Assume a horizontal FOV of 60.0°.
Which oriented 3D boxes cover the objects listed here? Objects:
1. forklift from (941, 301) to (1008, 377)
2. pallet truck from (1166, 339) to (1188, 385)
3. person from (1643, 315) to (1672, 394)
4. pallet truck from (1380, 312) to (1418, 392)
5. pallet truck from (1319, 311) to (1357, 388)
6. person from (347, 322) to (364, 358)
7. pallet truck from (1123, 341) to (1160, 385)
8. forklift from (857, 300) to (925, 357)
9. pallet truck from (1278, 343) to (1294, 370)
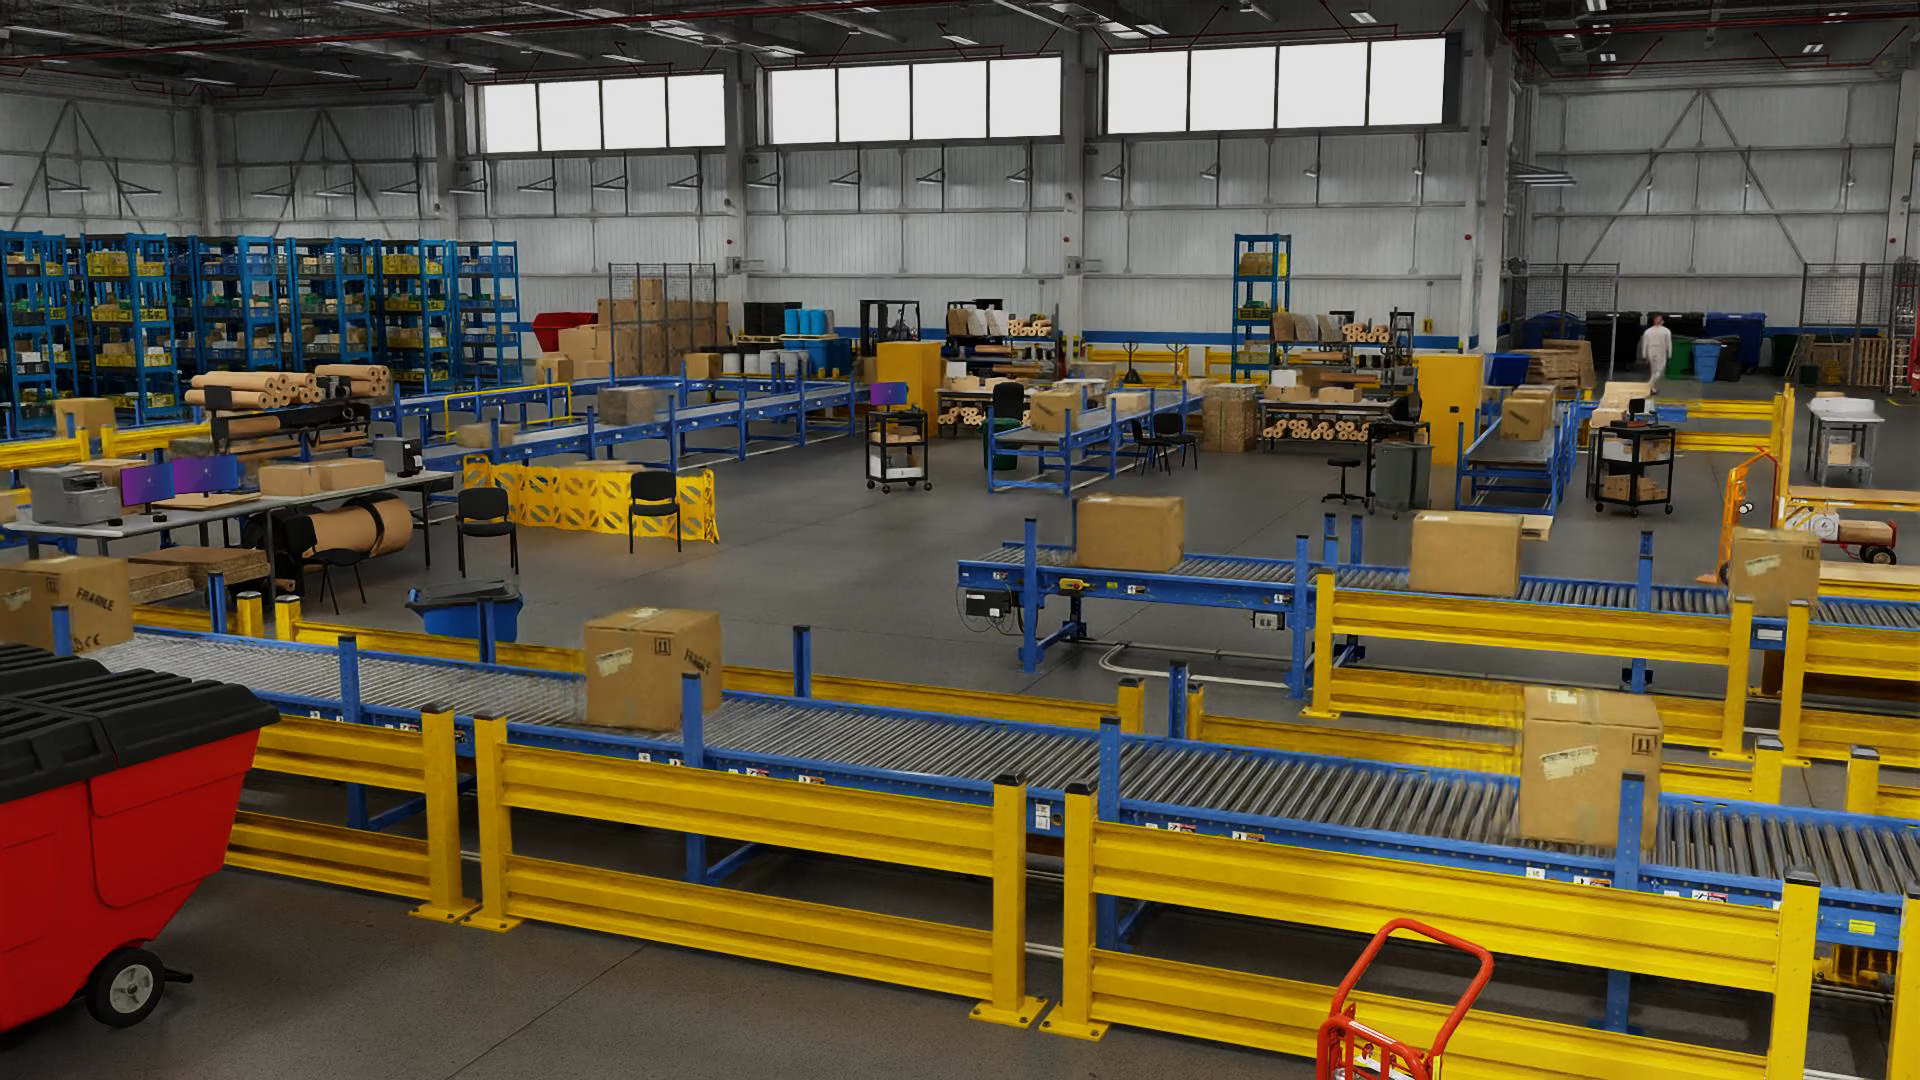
[{"bbox_3d":[0.365,-4.966,41.571,1.157,1.987,2.680,3,10,20],"label":"forklift"},{"bbox_3d":[5.418,-4.269,40.420,0.704,1.261,1.522,3,10,20],"label":"pallet truck"},{"bbox_3d":[16.372,-4.351,39.114,0.750,1.885,0.649,-7,12,-38],"label":"person"},{"bbox_3d":[10.207,-4.283,38.369,0.823,1.965,1.885,3,10,20],"label":"pallet truck"},{"bbox_3d":[9.071,-4.419,39.190,0.823,1.965,1.885,5,10,26],"label":"pallet truck"},{"bbox_3d":[-16.098,-5.229,44.635,0.594,1.818,0.620,2,10,14],"label":"person"},{"bbox_3d":[4.445,-4.380,41.279,0.680,1.201,1.601,4,10,22],"label":"pallet truck"},{"bbox_3d":[-1.732,-5.109,42.468,1.157,1.987,2.680,4,10,22],"label":"forklift"},{"bbox_3d":[7.886,-4.163,39.743,0.653,1.274,1.630,4,10,22],"label":"pallet truck"}]
